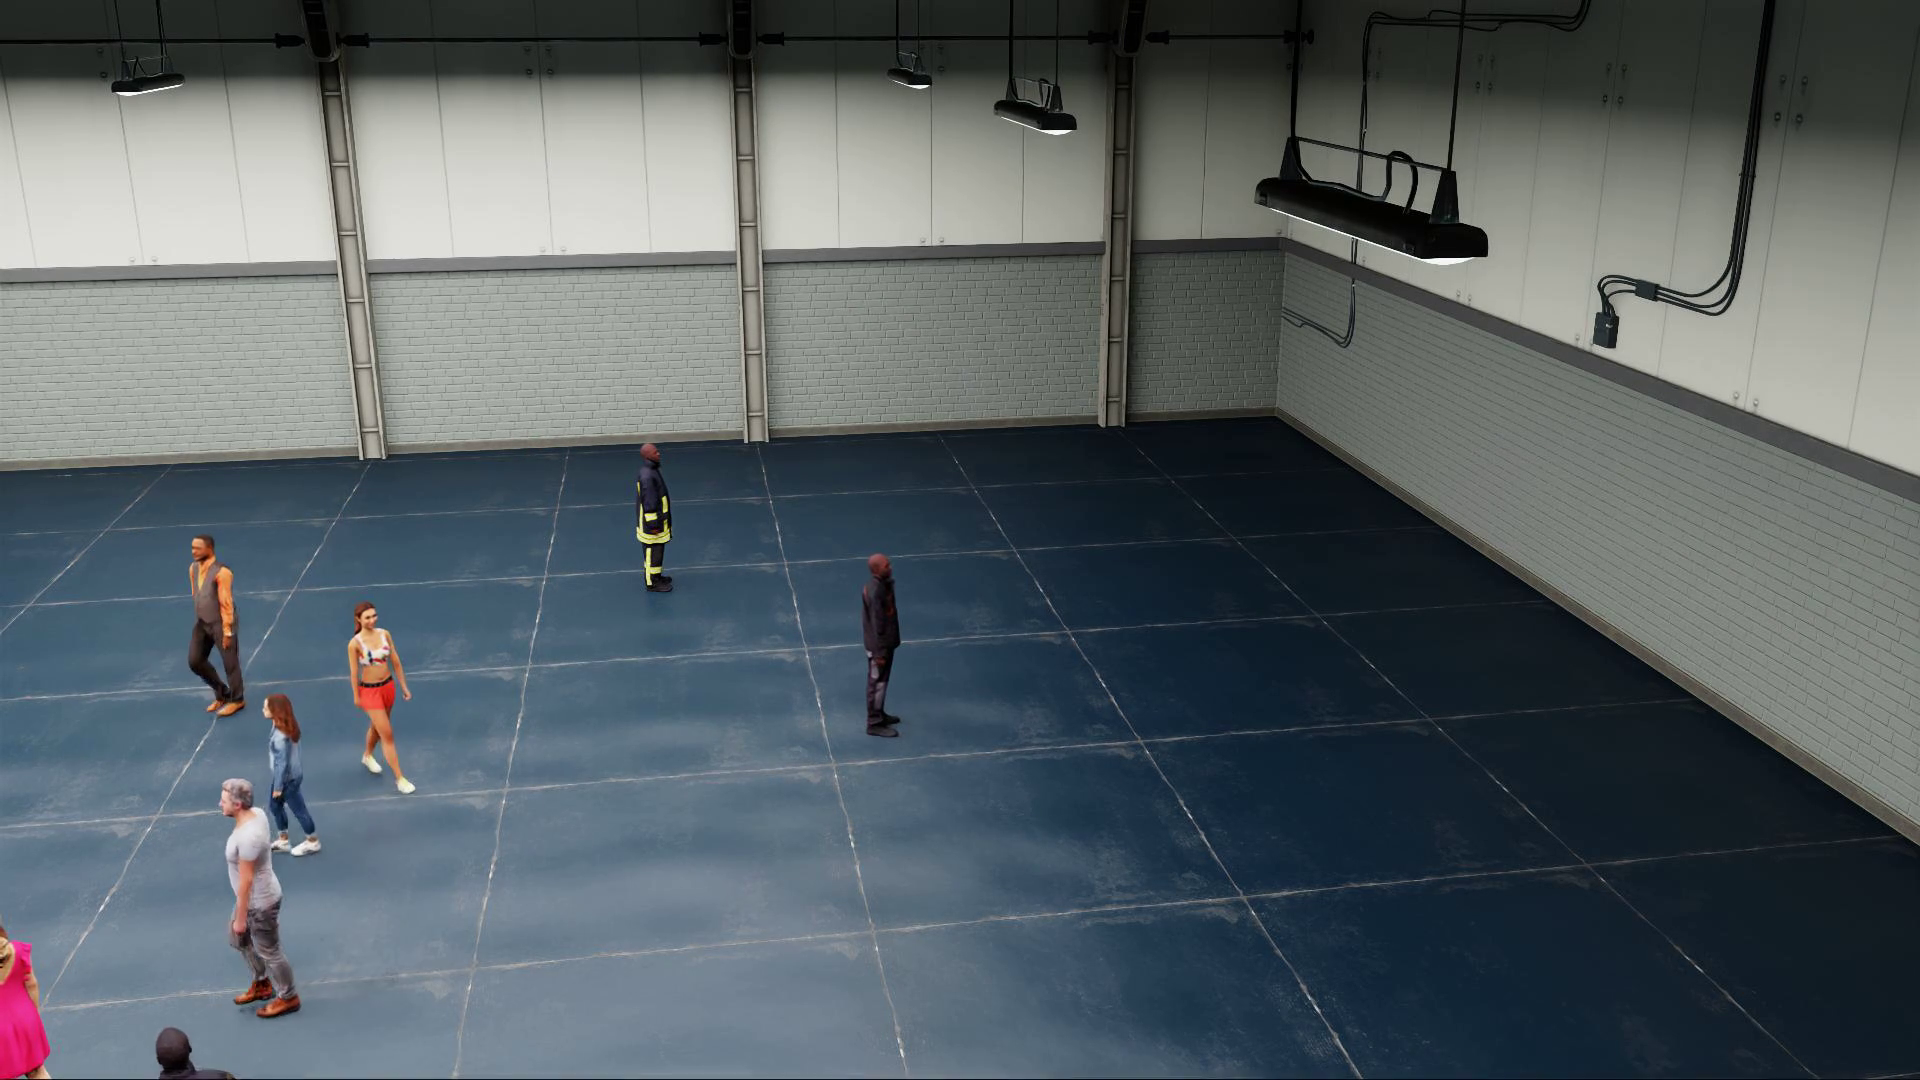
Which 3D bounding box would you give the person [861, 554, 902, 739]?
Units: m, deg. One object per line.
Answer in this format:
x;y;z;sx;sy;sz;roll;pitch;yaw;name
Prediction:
-0.795;0.992;16.204;0.657;1.825;0.744;0;18;1;person

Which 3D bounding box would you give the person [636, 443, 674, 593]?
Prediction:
-3.732;-0.295;20.160;0.660;1.823;0.744;-2;18;-7;person

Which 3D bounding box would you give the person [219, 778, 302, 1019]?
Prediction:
-4.809;2.491;11.619;0.759;1.813;0.772;-8;20;-24;person

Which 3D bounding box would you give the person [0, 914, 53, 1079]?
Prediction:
-5.830;3.000;10.195;0.724;1.728;0.646;16;24;40;person

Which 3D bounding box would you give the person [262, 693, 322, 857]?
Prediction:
-5.516;1.949;13.846;0.738;1.465;0.661;-7;19;-20;person

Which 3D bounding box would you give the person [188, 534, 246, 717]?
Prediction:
-7.346;0.820;16.611;0.827;1.900;0.911;9;20;25;person

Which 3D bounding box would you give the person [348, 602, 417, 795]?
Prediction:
-5.330;1.390;15.118;1.129;1.741;1.108;14;23;36;person

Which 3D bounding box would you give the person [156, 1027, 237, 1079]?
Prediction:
-4.009;3.423;8.753;1.064;1.816;1.009;-12;22;-32;person
